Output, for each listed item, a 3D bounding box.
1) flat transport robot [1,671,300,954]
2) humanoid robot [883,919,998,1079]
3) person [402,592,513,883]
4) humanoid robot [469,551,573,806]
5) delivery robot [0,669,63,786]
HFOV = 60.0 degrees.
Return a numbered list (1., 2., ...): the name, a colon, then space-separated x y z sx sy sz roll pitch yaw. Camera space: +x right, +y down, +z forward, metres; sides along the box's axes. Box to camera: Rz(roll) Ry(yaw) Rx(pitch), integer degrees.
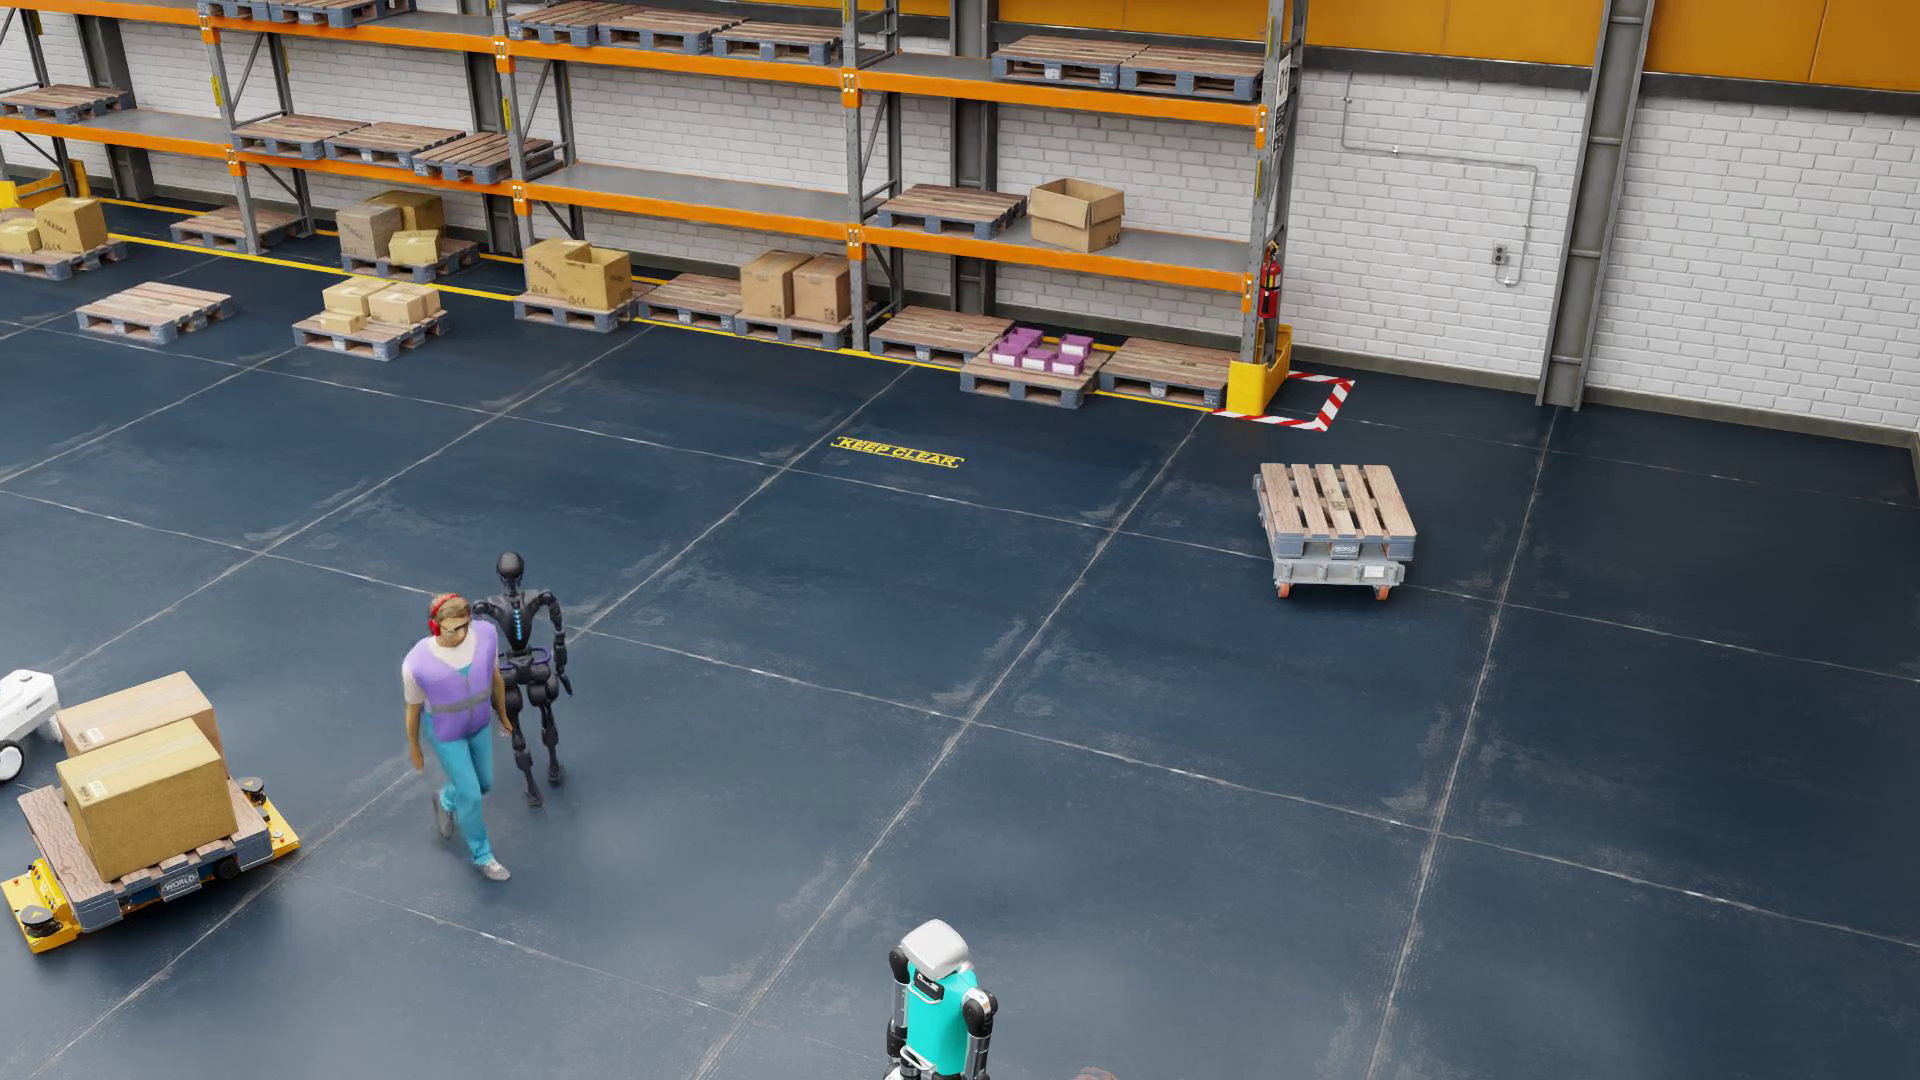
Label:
1. flat transport robot: -4.578 1.809 9.423 1.431 0.231 0.659 -21 34 -35
2. humanoid robot: -0.242 2.344 6.640 0.735 1.677 0.533 -24 36 -38
3. person: -2.824 1.029 9.259 0.673 1.808 0.583 19 33 32
4. humanoid robot: -2.603 0.801 9.844 0.583 1.655 0.365 -11 29 -20
5. delivery robot: -6.015 1.140 10.397 0.507 0.583 0.755 8 28 15
